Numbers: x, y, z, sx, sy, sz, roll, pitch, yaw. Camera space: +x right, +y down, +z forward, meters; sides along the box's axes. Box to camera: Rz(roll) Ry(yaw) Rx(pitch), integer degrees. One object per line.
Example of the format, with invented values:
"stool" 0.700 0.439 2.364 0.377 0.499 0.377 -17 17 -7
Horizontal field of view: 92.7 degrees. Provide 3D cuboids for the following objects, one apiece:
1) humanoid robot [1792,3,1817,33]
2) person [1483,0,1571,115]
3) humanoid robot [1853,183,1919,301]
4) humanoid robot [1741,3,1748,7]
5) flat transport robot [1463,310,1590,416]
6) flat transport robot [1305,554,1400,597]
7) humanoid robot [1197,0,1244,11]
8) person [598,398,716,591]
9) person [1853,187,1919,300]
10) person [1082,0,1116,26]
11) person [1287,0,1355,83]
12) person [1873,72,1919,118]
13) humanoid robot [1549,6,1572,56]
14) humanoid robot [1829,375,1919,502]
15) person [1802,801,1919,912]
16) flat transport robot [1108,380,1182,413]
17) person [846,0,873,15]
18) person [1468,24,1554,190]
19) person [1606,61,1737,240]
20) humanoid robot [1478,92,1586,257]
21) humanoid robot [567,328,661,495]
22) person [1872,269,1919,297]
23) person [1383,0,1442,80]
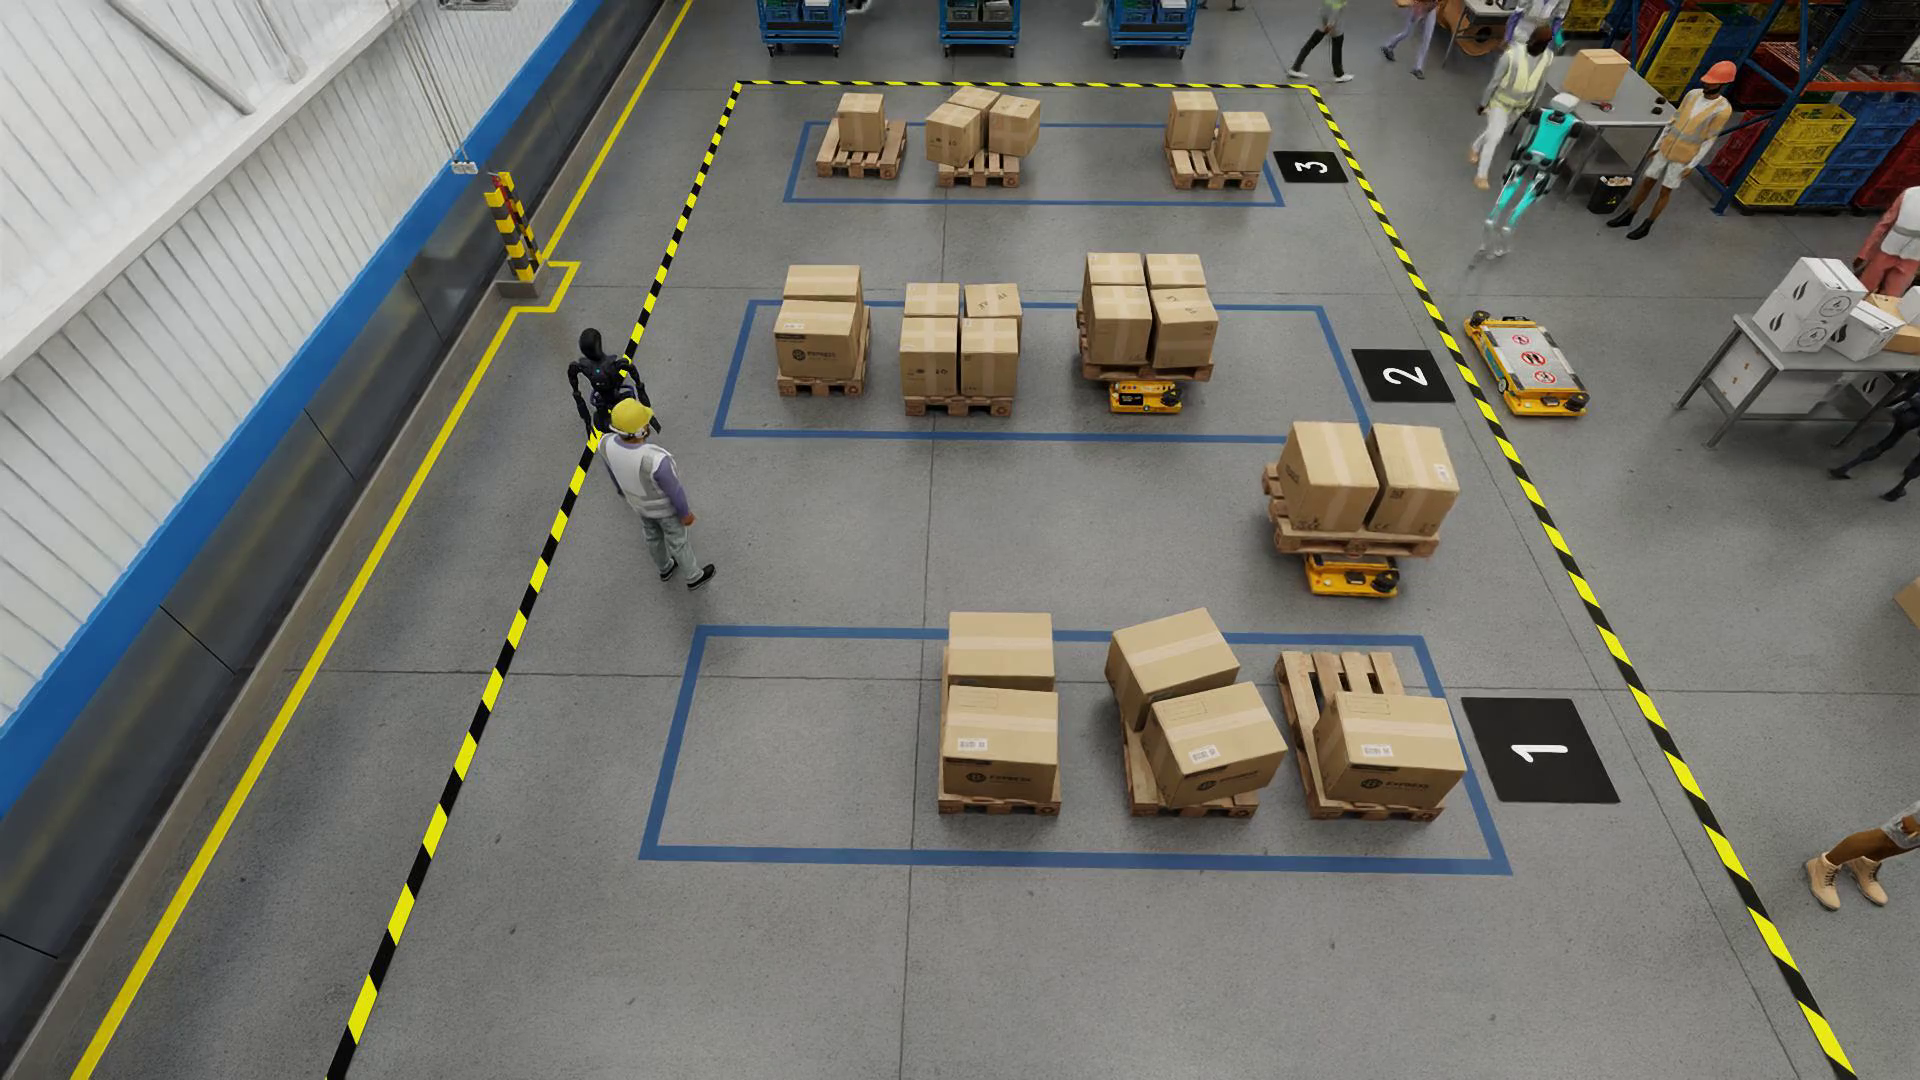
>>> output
"humanoid robot" 13.230 -8.593 14.069 0.608 1.660 0.544 33 57 25
"person" 7.544 -6.662 12.135 0.608 2.038 0.407 17 51 14
"humanoid robot" 9.660 -3.065 9.258 0.417 1.648 0.583 -32 56 -25
"humanoid robot" 13.315 -9.594 14.906 0.470 1.645 0.612 5 49 4
"flat transport robot" 5.573 -1.757 9.054 0.659 0.231 1.431 1 49 1
"flat transport robot" 3.144 -0.152 7.646 0.652 0.197 1.431 2 49 2
"humanoid robot" 4.356 -9.444 14.819 0.776 1.642 0.601 -5 49 -4
"person" -2.234 -0.312 6.768 0.602 1.830 0.404 19 52 16
"person" 9.051 -2.725 8.829 0.655 1.883 0.439 33 57 25
"person" 2.378 -8.944 14.233 0.705 1.849 0.514 6 49 5
"person" 5.329 -7.431 12.950 0.811 1.822 0.597 0 49 0
"person" 12.461 -5.976 11.757 0.883 1.697 0.491 2 49 2
"humanoid robot" 8.604 -7.539 13.149 0.767 1.861 0.592 -8 50 -7
"humanoid robot" 8.002 -1.039 7.529 0.507 1.638 0.611 -16 51 -13
"person" 5.586 1.509 5.053 0.606 2.048 0.365 -3 49 -2
"flat transport robot" 1.773 -1.807 9.079 0.652 0.197 1.431 1 49 1
"person" -1.723 -9.363 14.593 0.423 1.856 0.521 3 49 2
"person" 6.656 -5.328 11.136 0.631 1.807 0.908 -2 49 -2
"person" 7.909 -4.277 10.132 0.374 1.935 0.548 -15 51 -13
"humanoid robot" 5.983 -3.807 9.769 0.735 1.677 0.533 -35 58 -27
"humanoid robot" -2.786 -1.029 7.484 0.599 1.655 0.315 -7 50 -6
"person" 10.116 -3.248 9.310 0.510 1.838 0.336 17 51 15
"person" 6.692 -7.707 13.246 0.527 1.709 0.865 -13 50 -11
